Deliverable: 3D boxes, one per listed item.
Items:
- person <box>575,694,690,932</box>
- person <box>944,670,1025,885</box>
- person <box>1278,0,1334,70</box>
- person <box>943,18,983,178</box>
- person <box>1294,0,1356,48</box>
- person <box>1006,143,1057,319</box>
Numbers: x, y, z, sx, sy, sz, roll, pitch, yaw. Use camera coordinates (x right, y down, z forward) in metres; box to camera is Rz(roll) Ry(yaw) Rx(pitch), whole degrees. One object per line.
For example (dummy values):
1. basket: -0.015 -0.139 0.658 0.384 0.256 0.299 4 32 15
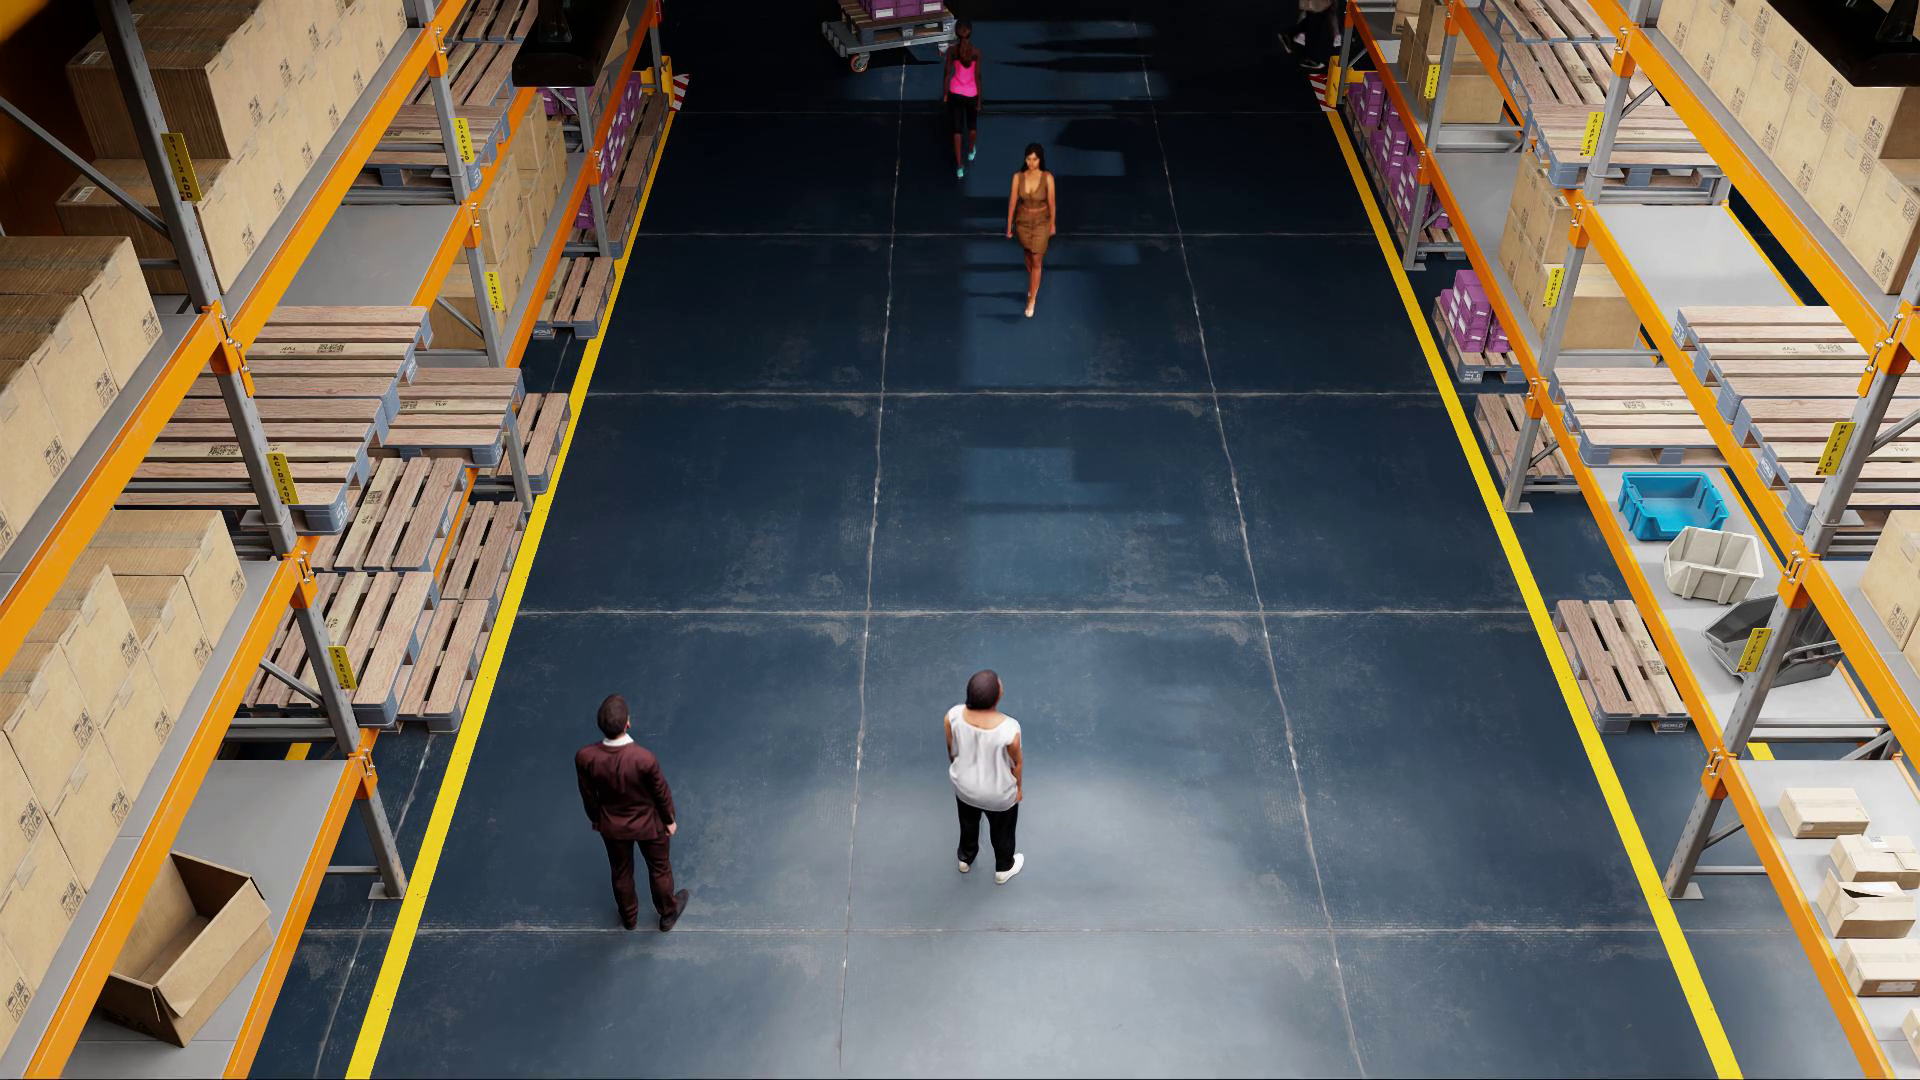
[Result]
1. person: -1.935 1.637 9.811 0.680 1.866 0.595 2 39 2
2. person: 0.166 1.439 10.202 0.750 1.687 0.758 17 42 20
3. person: 4.263 -6.721 20.259 0.920 1.888 0.920 11 40 14
4. person: 0.021 -4.744 17.936 0.618 1.697 0.971 3 39 3
5. person: 4.447 -7.052 20.740 1.121 1.805 1.077 28 46 31
6. person: 0.713 -3.022 15.805 0.747 1.666 0.931 11 40 13
